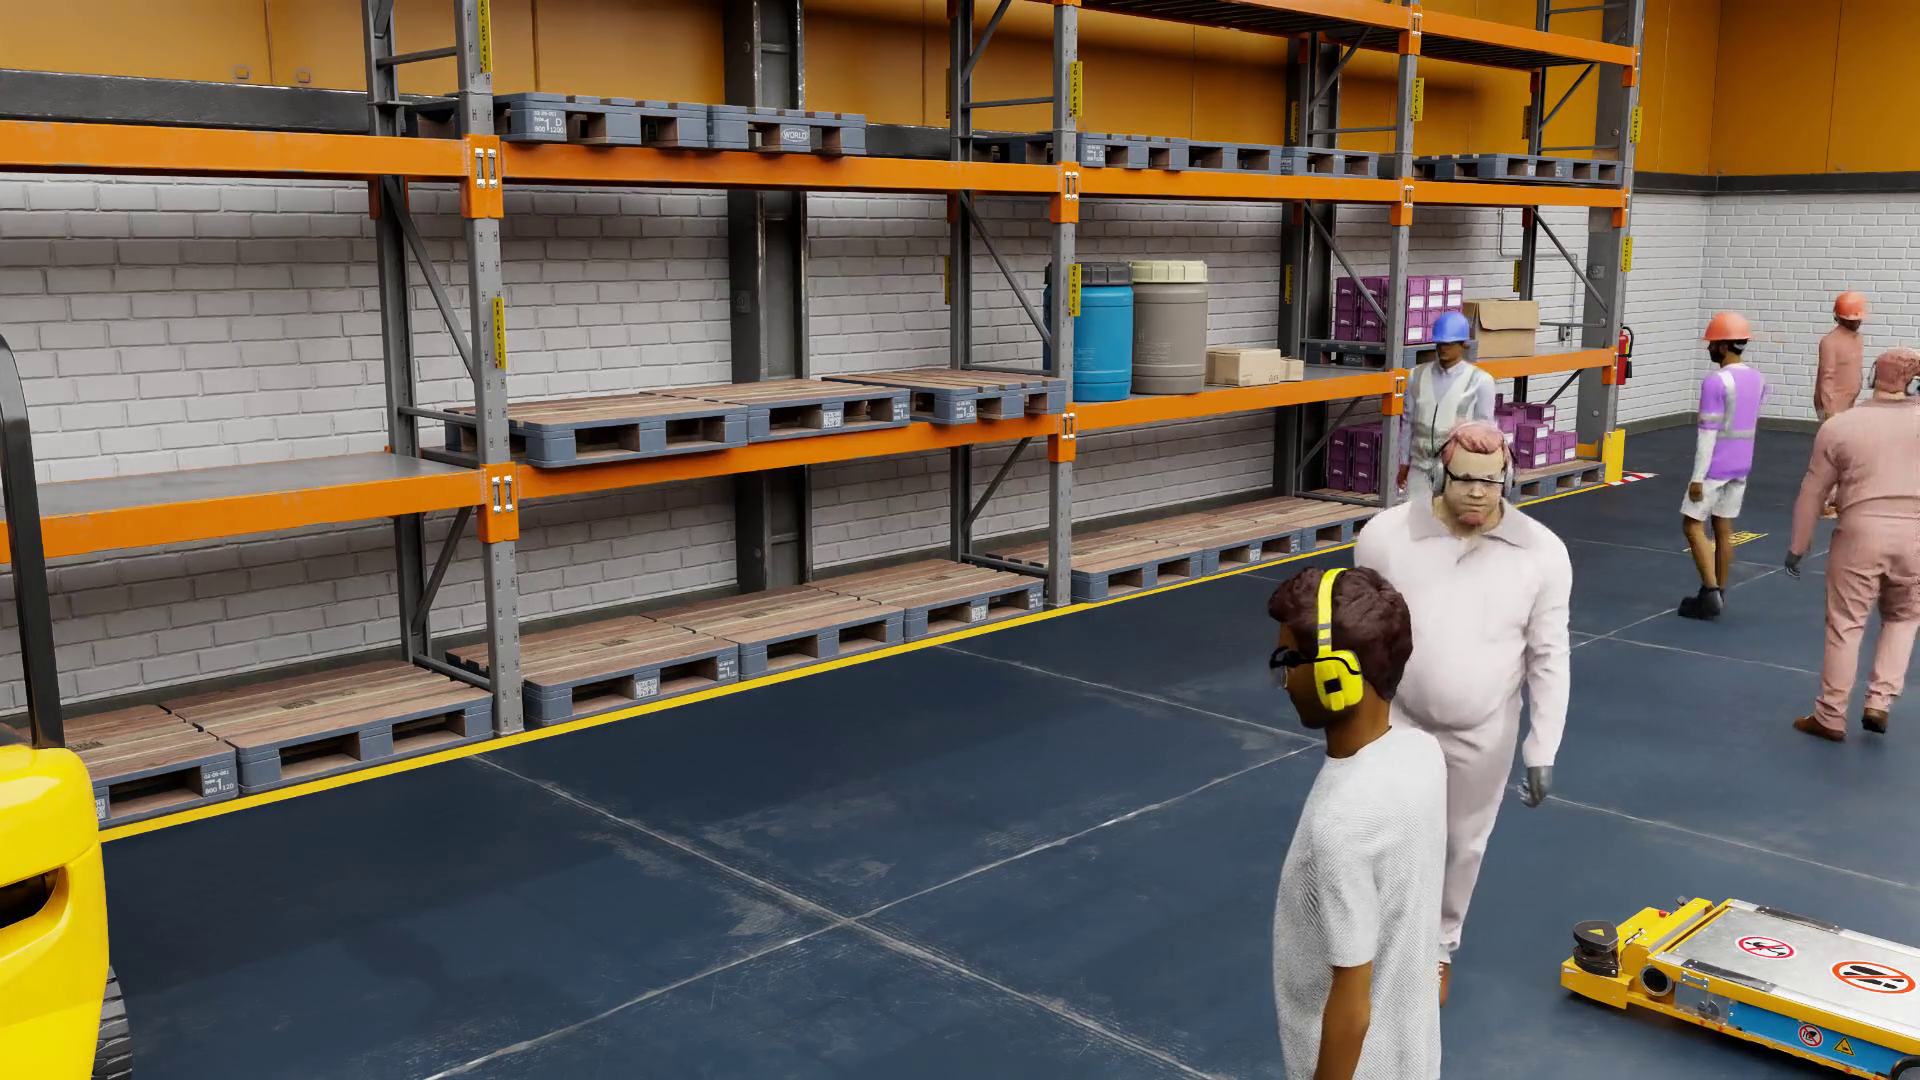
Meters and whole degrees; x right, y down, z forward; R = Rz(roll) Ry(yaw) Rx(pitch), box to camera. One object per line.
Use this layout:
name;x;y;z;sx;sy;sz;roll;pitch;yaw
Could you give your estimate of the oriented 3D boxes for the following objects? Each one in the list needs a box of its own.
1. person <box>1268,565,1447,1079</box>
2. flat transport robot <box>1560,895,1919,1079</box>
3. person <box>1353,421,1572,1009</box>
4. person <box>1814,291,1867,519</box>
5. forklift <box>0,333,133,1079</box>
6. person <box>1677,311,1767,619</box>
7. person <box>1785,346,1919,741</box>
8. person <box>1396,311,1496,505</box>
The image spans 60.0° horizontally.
person;0.656;0.959;2.902;0.328;1.865;0.518;5;12;27
flat transport robot;2.633;1.374;4.980;0.652;0.197;1.431;-10;15;-44
person;1.440;0.591;4.895;0.655;1.861;0.937;3;11;14
person;7.519;-1.147;14.179;0.806;1.939;0.432;-9;14;-42
forklift;-3.289;0.485;4.582;1.214;2.155;2.313;-10;14;-44
person;4.771;-0.466;10.477;0.563;1.934;0.388;-6;12;-31
person;4.312;0.037;7.854;0.739;1.889;0.391;3;11;16
person;3.082;-0.480;10.543;0.631;1.934;0.497;9;14;42
